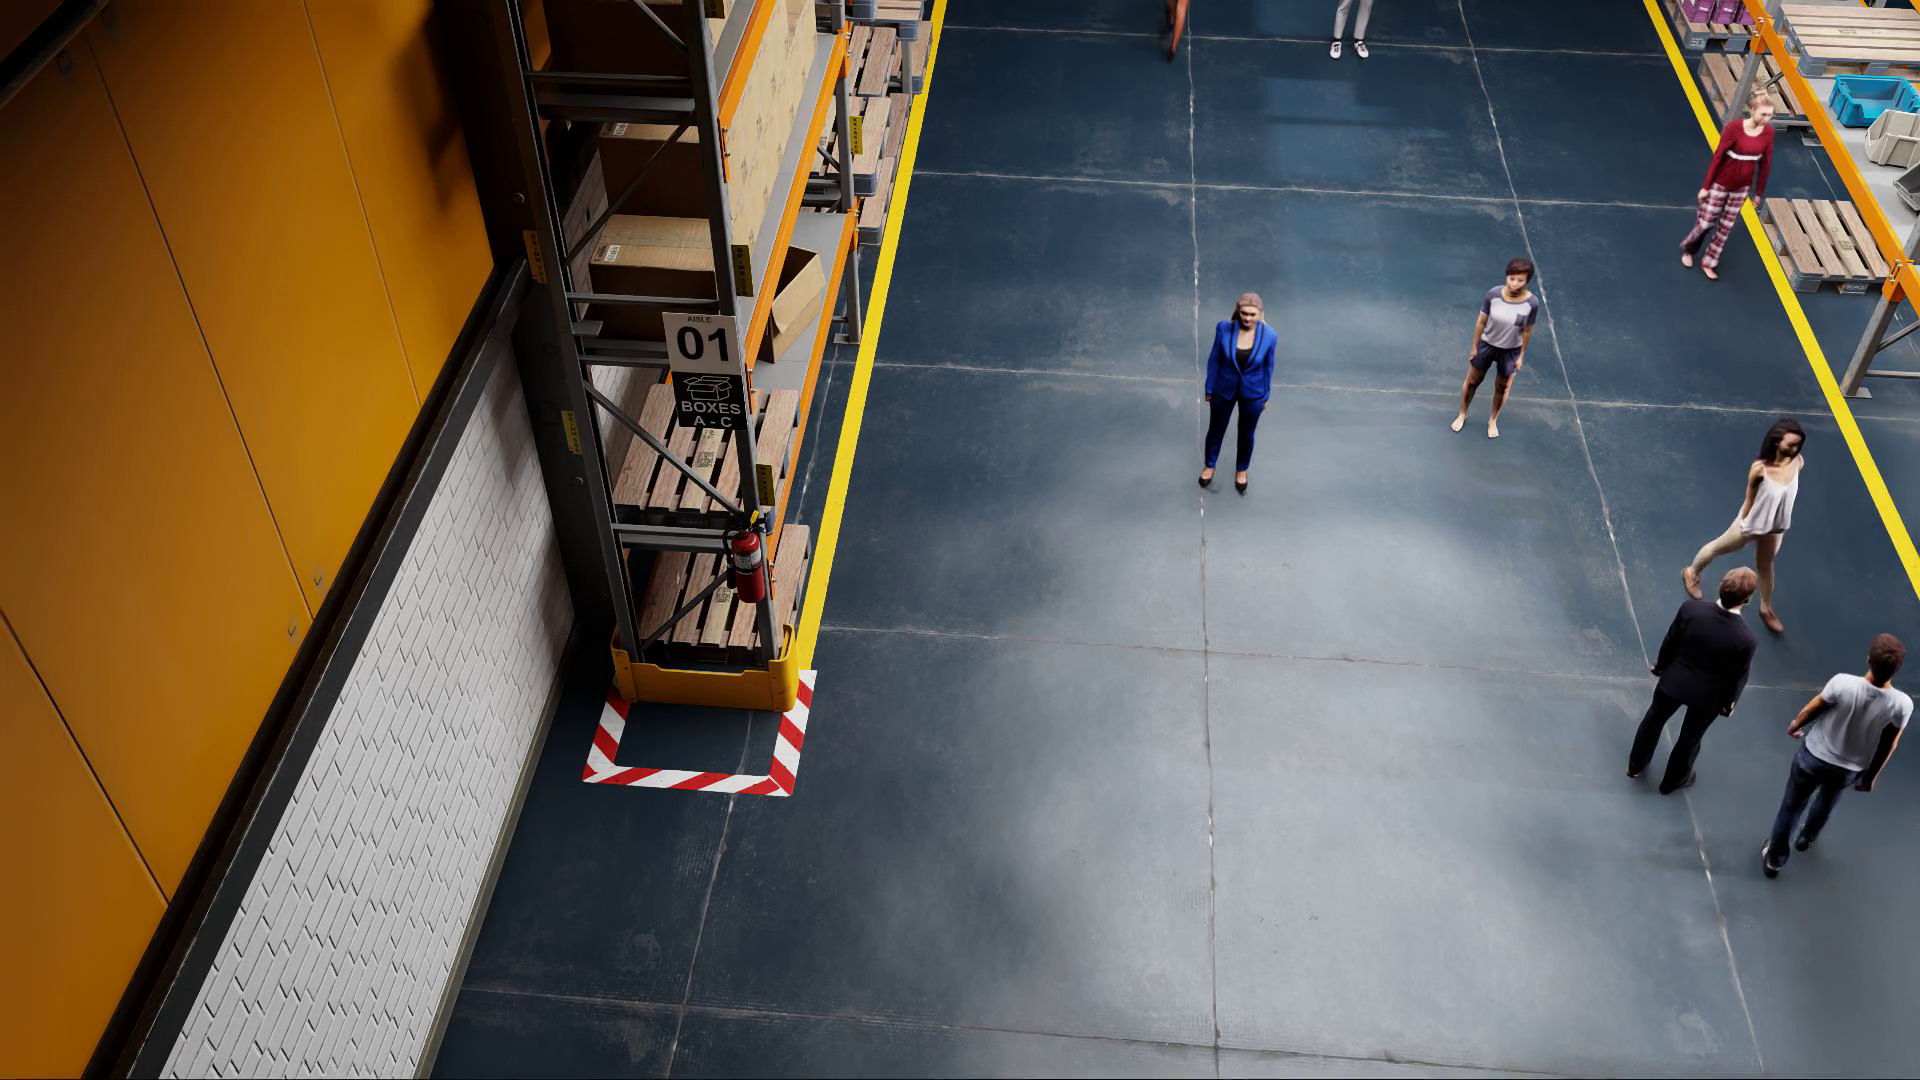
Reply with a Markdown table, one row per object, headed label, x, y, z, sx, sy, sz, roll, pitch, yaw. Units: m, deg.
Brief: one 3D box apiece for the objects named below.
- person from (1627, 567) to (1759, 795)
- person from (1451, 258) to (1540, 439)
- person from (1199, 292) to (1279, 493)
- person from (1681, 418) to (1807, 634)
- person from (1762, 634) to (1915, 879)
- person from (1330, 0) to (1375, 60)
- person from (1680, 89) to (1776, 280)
| label | x | y | z | sx | sy | sz | roll | pitch | yaw |
| --- | --- | --- | --- | --- | --- | --- | --- | --- | --- |
| person | 4.429 | 0.838 | 10.009 | 0.817 | 1.815 | 0.774 | -34 | 53 | -30 |
| person | 4.093 | -1.476 | 12.619 | 0.614 | 1.566 | 0.596 | 14 | 45 | 14 |
| person | 2.029 | -1.090 | 12.116 | 0.646 | 1.700 | 0.572 | 8 | 44 | 9 |
| person | 5.385 | -0.027 | 11.047 | 1.043 | 1.636 | 0.842 | 2 | 44 | 2 |
| person | 4.967 | 1.317 | 9.482 | 0.748 | 1.847 | 0.847 | 15 | 46 | 15 |
| person | 4.135 | -5.892 | 16.970 | 0.716 | 1.957 | 0.615 | 0 | 44 | 0 |
| person | 6.548 | -3.052 | 14.177 | 0.687 | 1.697 | 0.631 | 0 | 44 | 0 |
